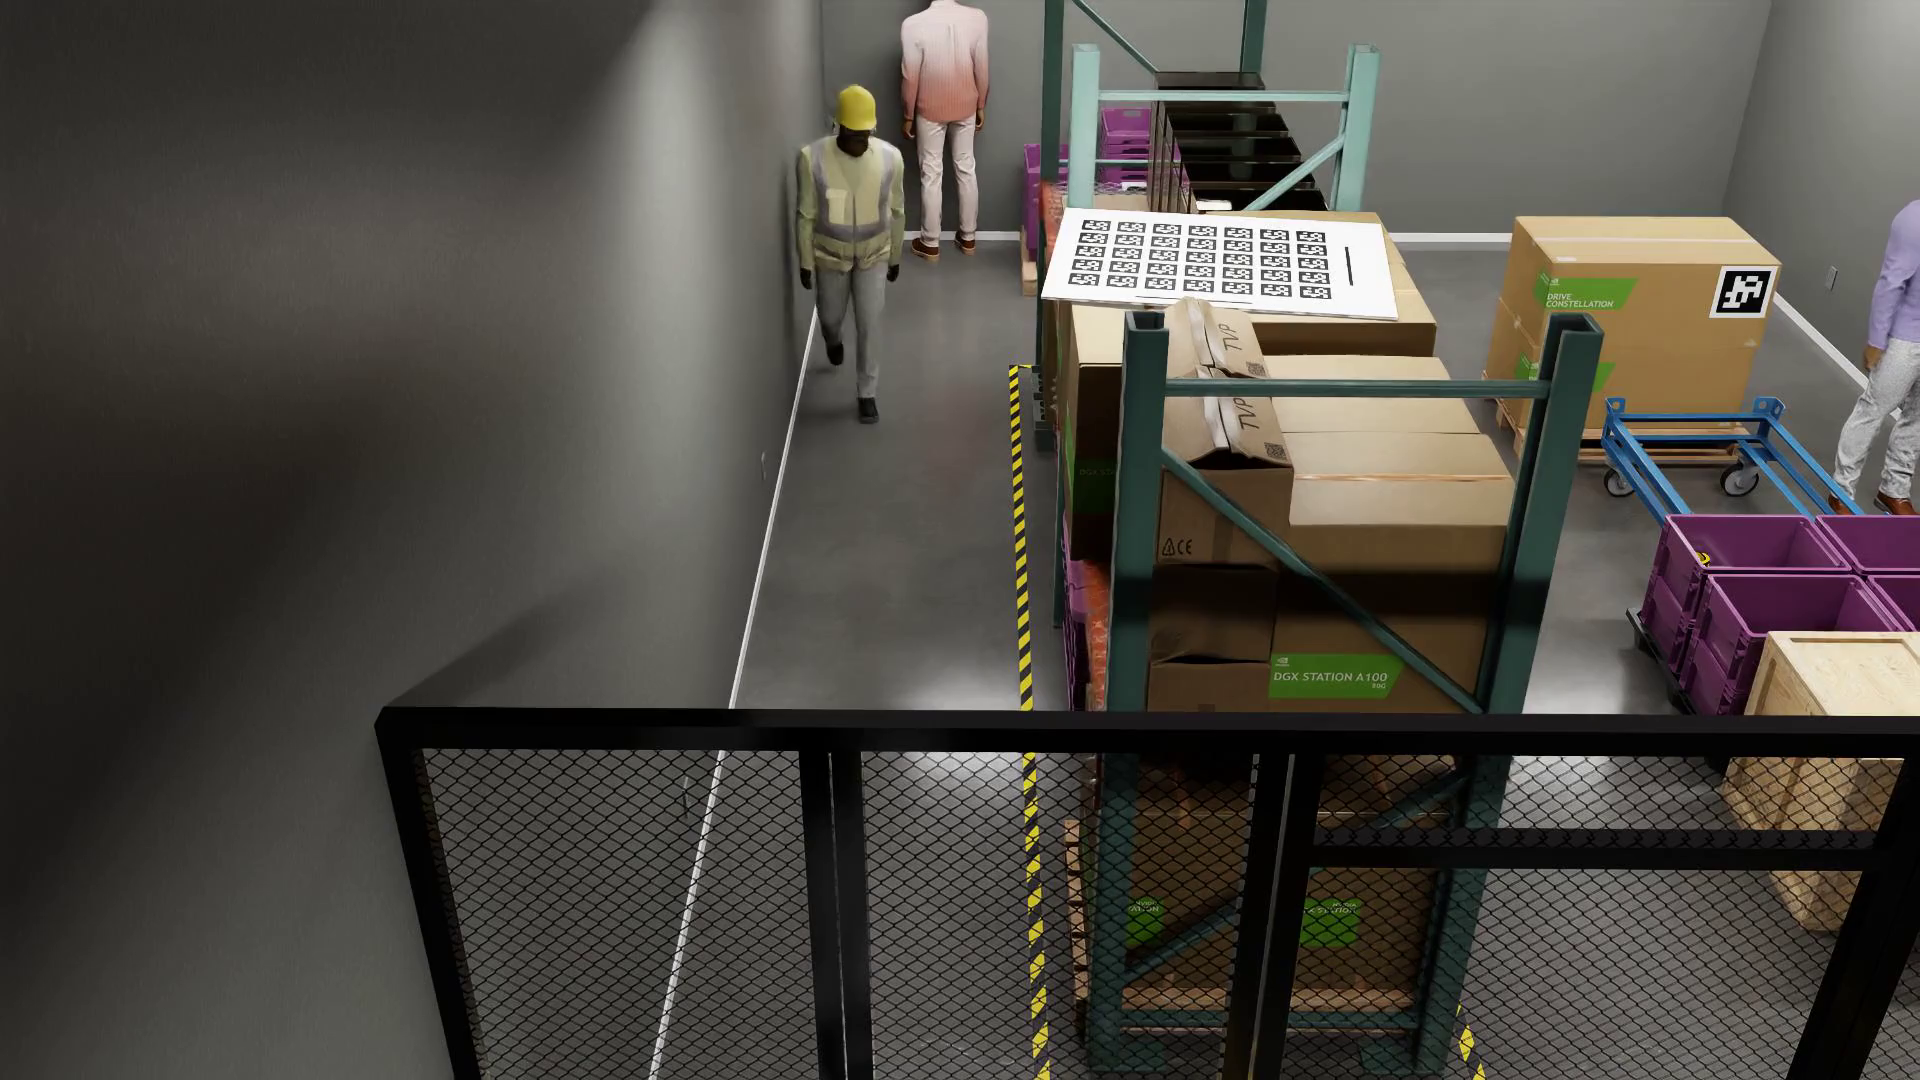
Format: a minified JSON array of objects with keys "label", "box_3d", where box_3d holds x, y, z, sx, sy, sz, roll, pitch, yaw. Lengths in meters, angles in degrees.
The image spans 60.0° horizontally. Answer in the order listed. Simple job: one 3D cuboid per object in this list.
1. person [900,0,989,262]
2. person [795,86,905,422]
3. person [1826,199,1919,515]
[{"label":"person","box_3d":[-0.103,-2.810,10.829,0.611,1.995,0.375,-13,33,-20]},{"label":"person","box_3d":[-0.600,-1.595,9.000,0.598,1.805,0.742,-4,31,-7]},{"label":"person","box_3d":[4.539,-0.944,7.782,0.627,1.941,0.372,0,31,-1]}]
